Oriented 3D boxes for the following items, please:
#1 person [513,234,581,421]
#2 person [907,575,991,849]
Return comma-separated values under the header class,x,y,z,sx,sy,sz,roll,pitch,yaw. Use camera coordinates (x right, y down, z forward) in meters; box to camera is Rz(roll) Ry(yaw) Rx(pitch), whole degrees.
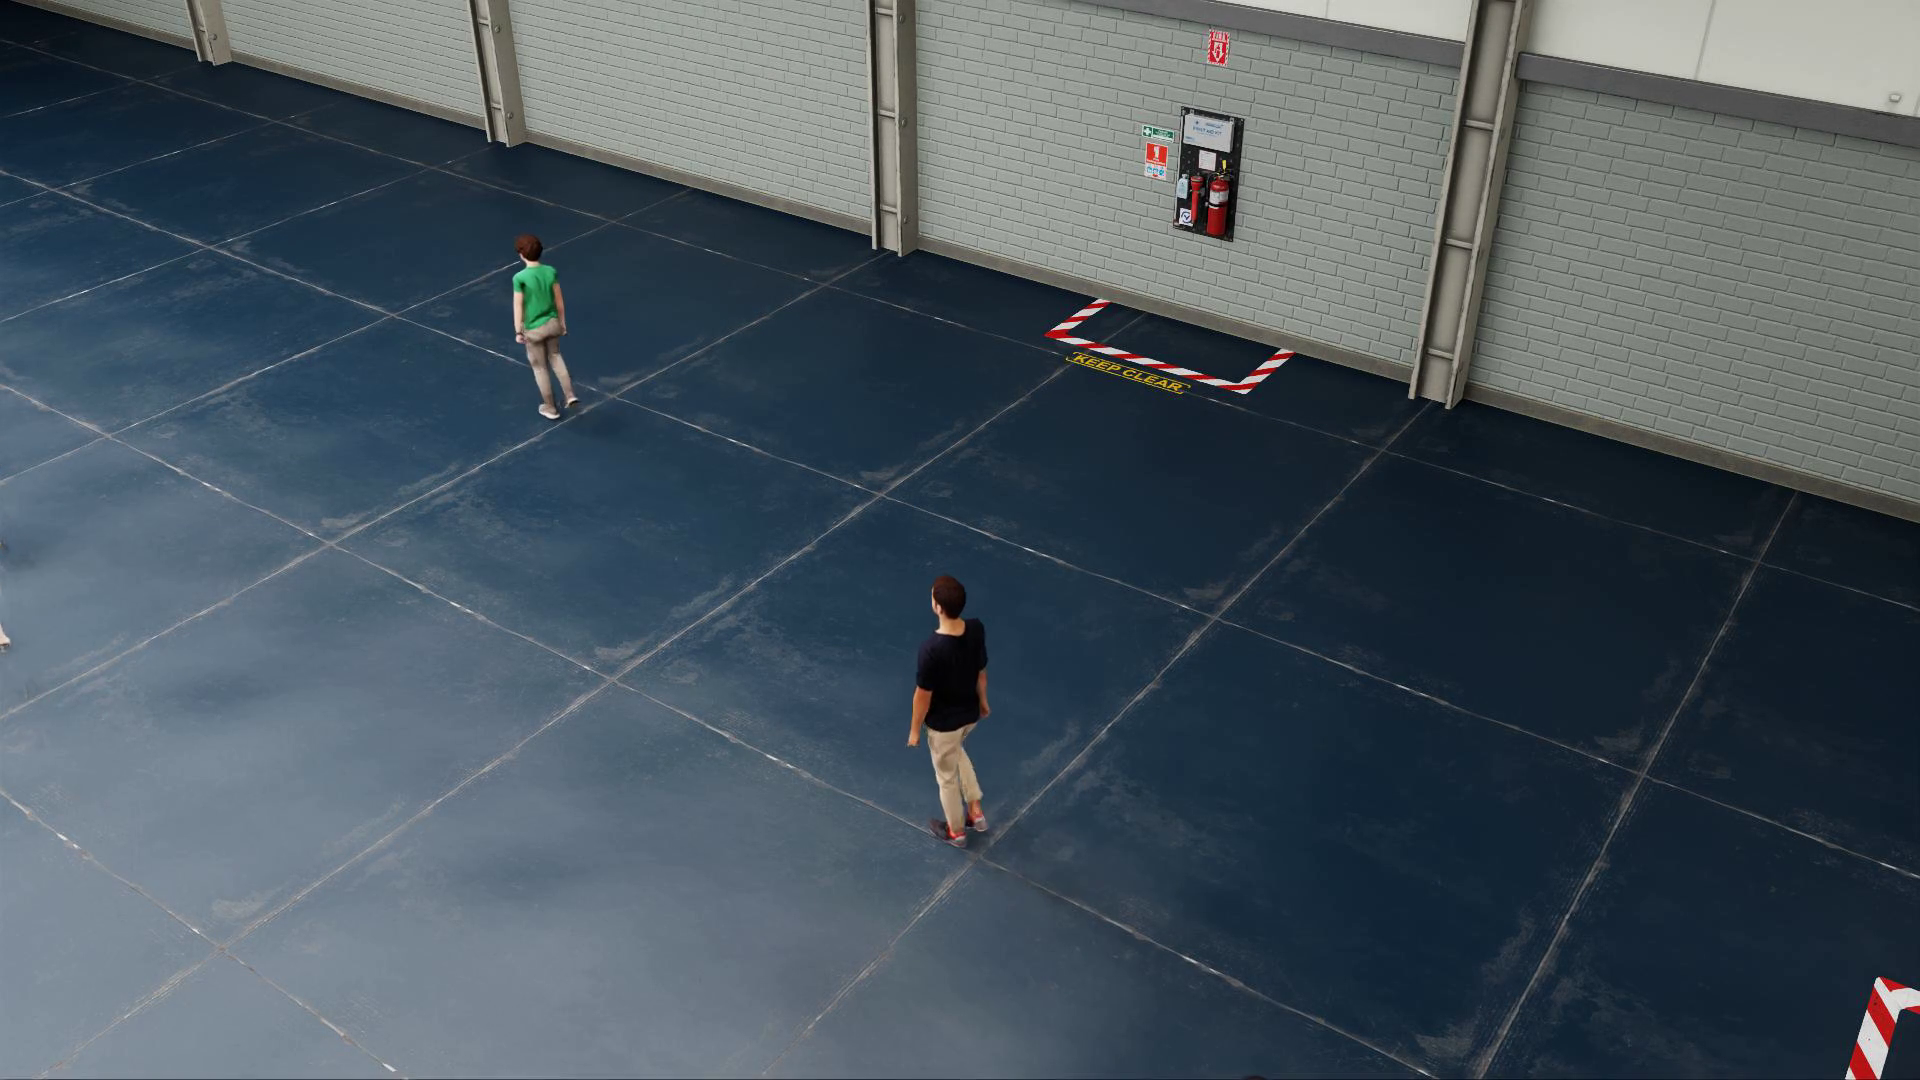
class,x,y,z,sx,sy,sz,roll,pitch,yaw
person,-3.474,-1.757,14.005,0.652,1.639,0.741,-28,42,-36
person,0.019,1.031,9.388,0.701,1.850,0.703,27,41,35
